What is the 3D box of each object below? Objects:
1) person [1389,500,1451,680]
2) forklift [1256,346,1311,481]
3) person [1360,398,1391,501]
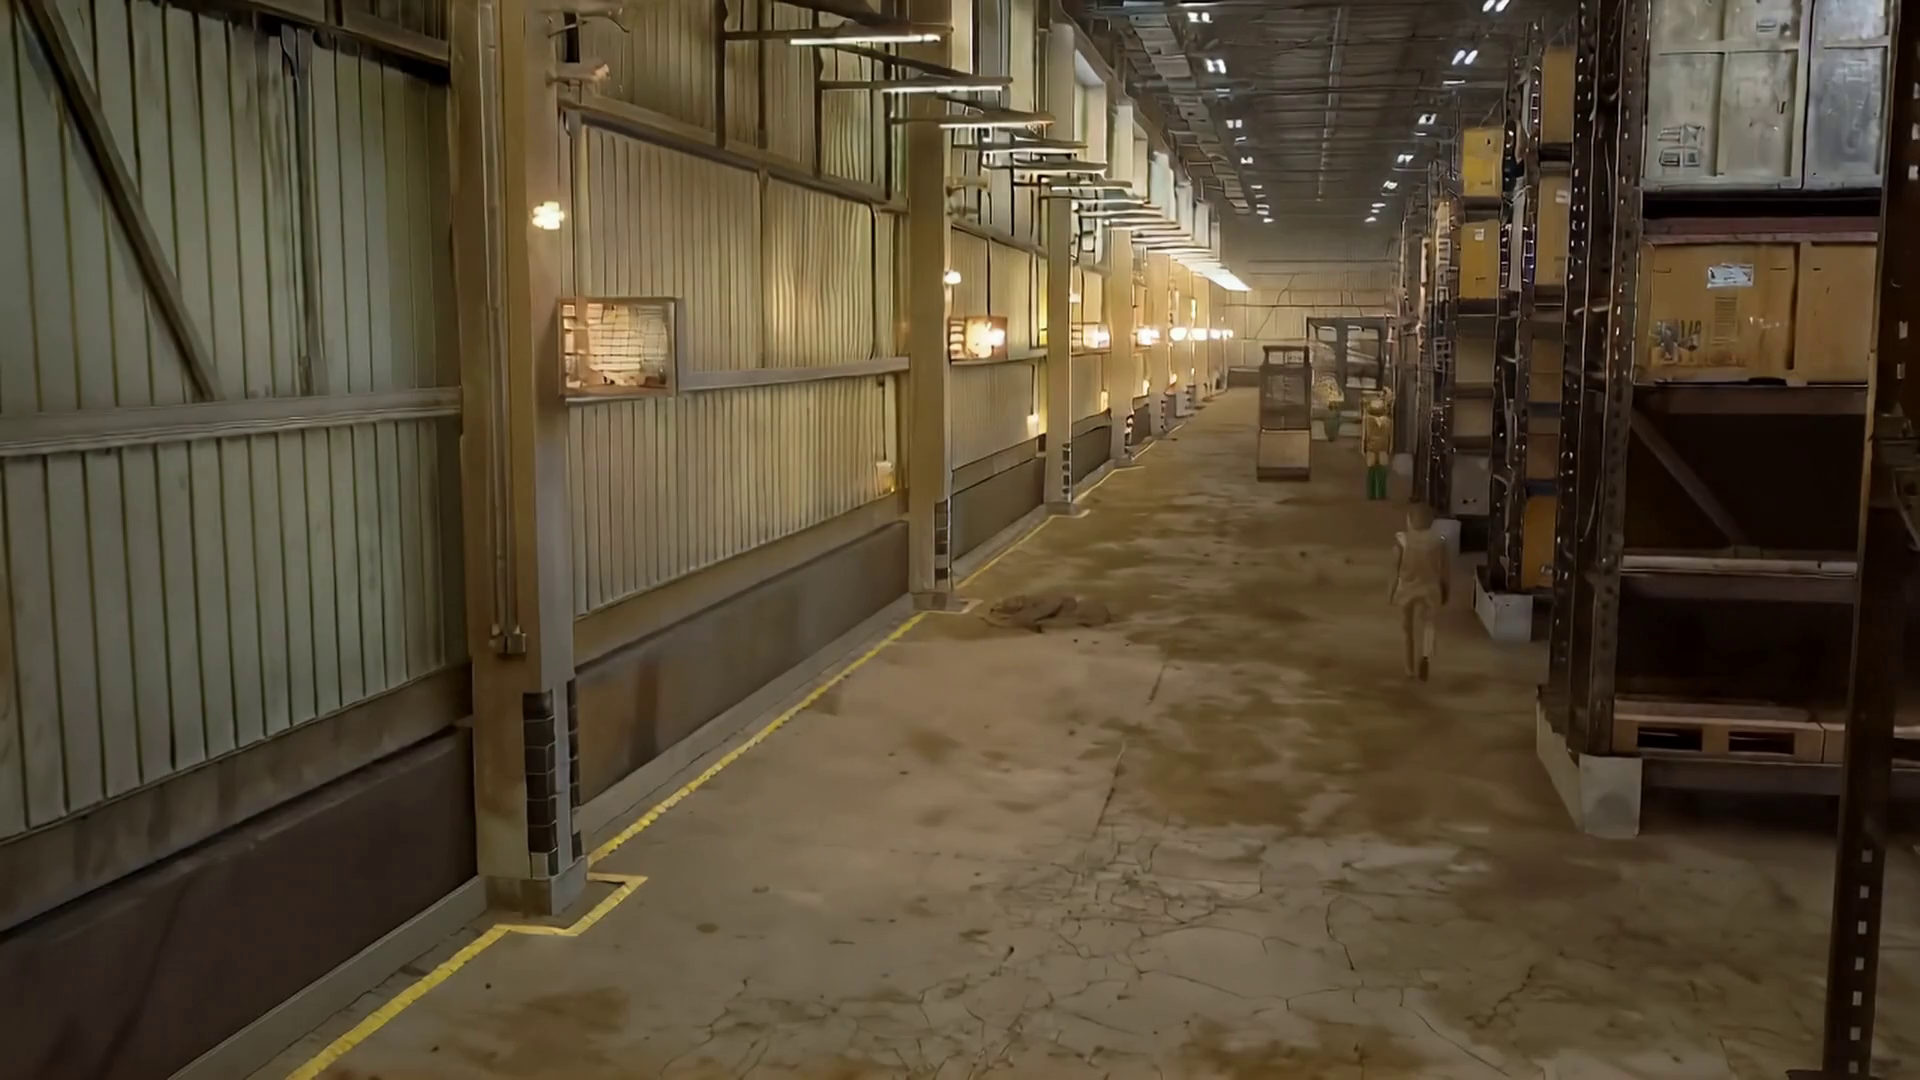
[{"bbox_3d":[4.065,0.456,14.714,0.528,1.619,0.586,2,7,14],"label":"person"},{"bbox_3d":[6.808,-2.679,34.840,1.129,2.768,1.873,1,7,12],"label":"forklift"},{"bbox_3d":[7.658,-1.659,30.616,0.574,1.881,0.991,1,7,5],"label":"person"}]
